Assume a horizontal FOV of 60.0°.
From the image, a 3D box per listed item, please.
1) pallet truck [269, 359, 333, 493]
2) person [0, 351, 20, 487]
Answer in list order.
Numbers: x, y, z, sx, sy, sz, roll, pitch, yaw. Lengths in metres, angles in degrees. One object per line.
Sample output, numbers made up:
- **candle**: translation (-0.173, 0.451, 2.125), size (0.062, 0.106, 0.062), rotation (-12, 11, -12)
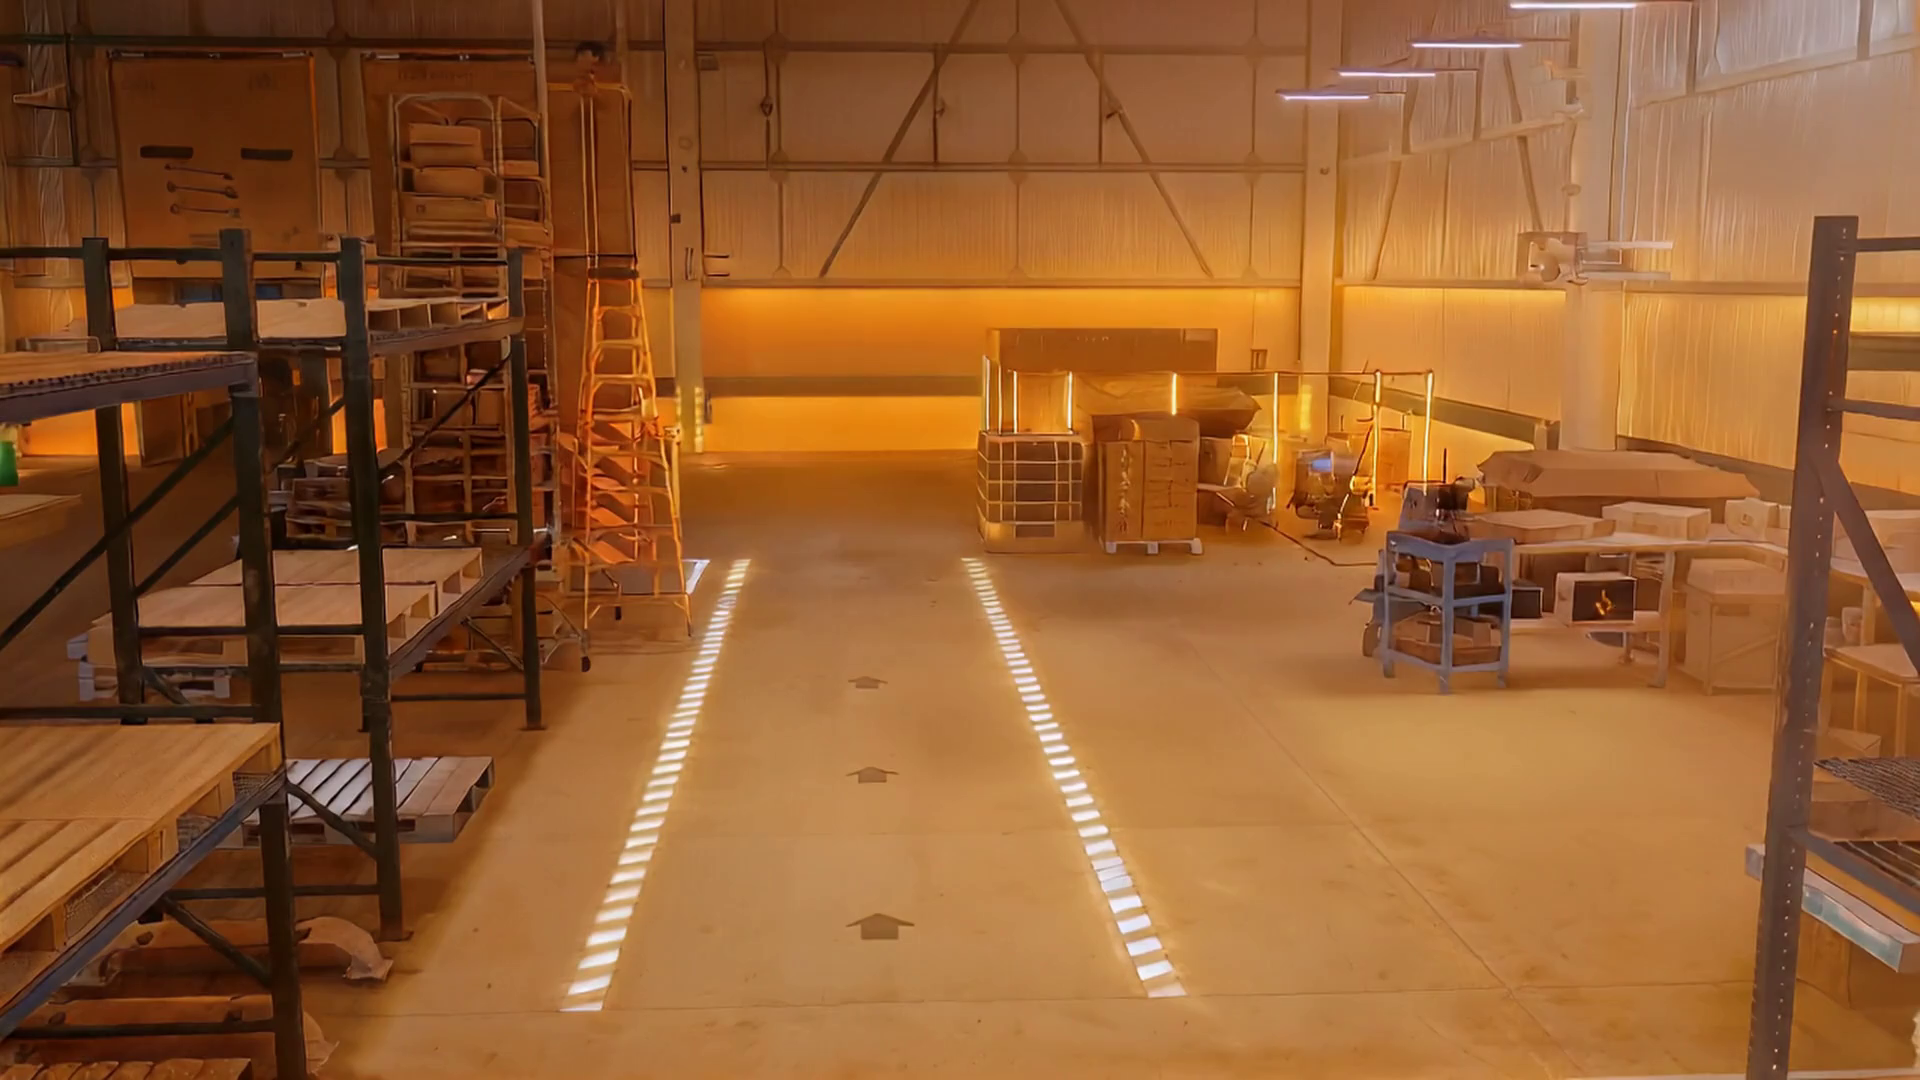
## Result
- **pallet truck**: translation (-7.062, -1.131, 18.996), size (1.885, 1.965, 0.823), rotation (2, 9, 13)
- **person**: translation (-13.111, -1.682, 22.679), size (0.388, 1.930, 0.544), rotation (-9, 13, -44)
